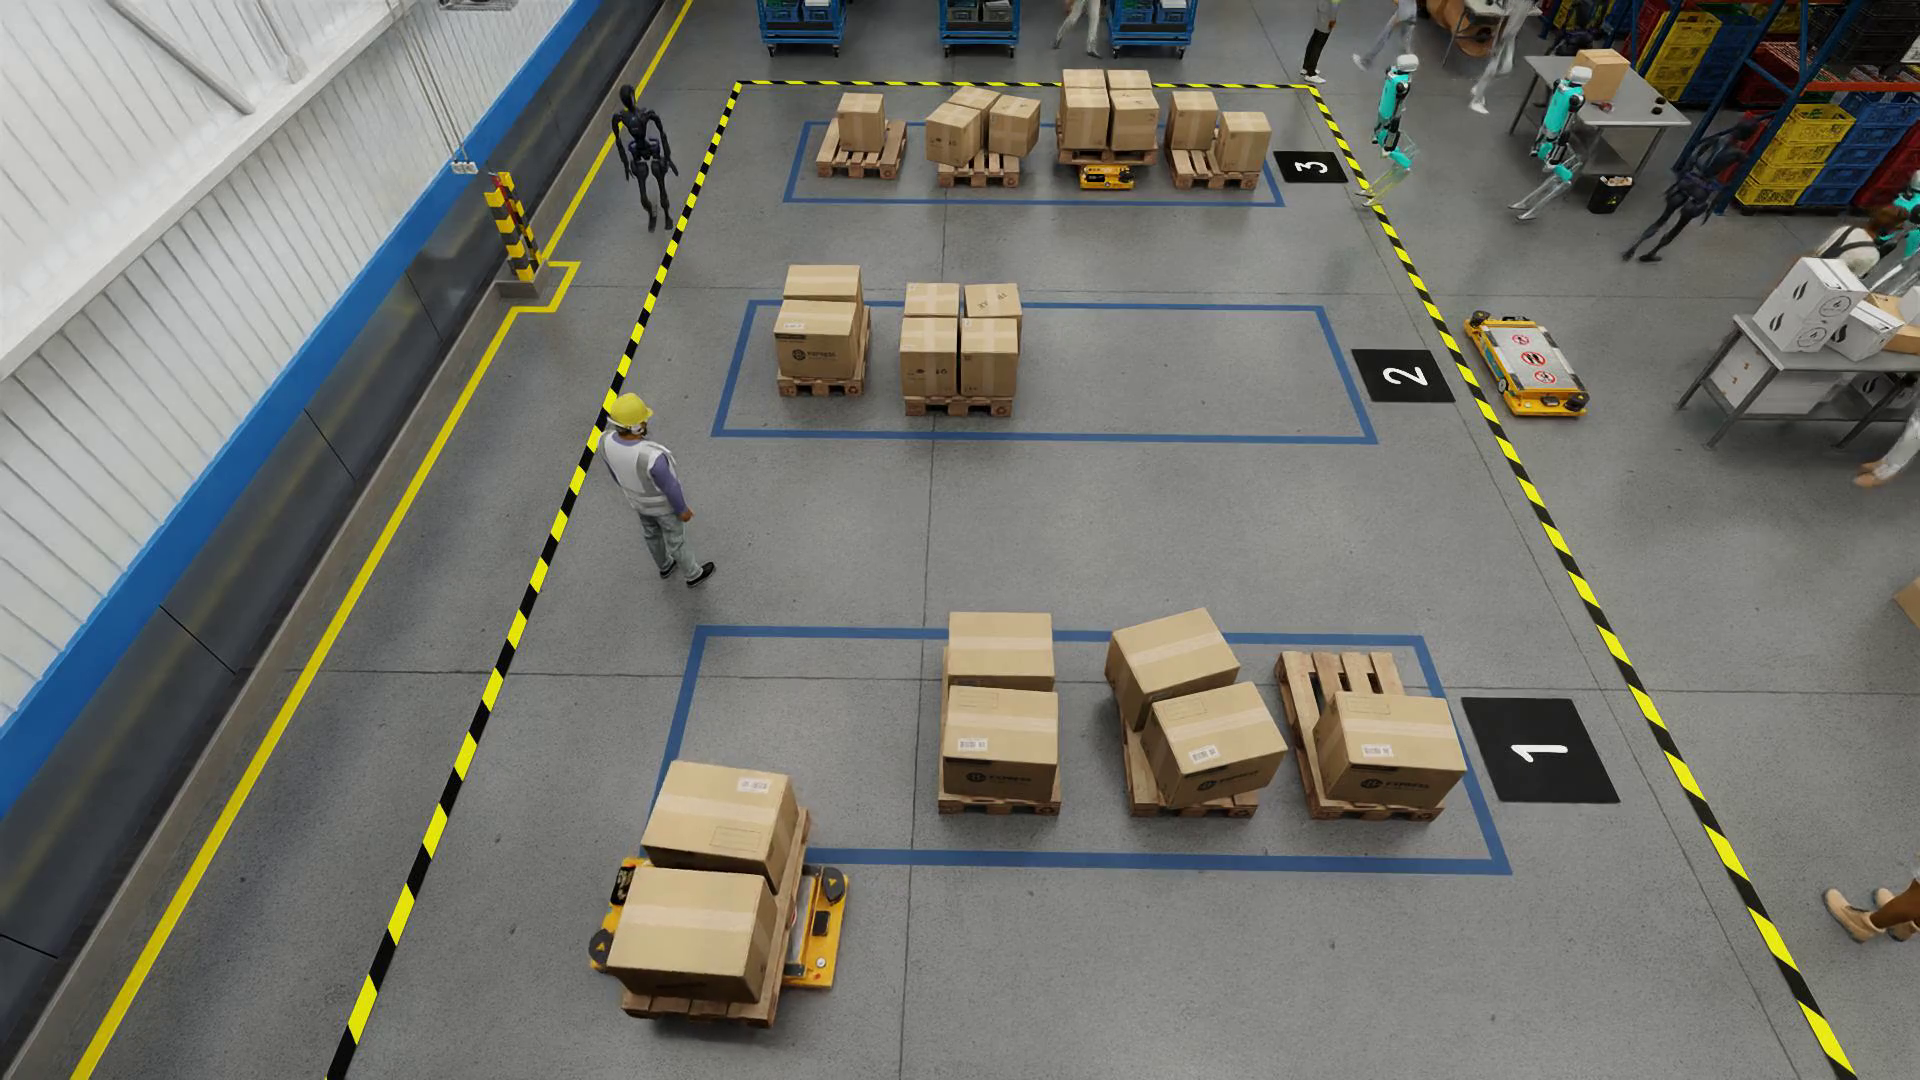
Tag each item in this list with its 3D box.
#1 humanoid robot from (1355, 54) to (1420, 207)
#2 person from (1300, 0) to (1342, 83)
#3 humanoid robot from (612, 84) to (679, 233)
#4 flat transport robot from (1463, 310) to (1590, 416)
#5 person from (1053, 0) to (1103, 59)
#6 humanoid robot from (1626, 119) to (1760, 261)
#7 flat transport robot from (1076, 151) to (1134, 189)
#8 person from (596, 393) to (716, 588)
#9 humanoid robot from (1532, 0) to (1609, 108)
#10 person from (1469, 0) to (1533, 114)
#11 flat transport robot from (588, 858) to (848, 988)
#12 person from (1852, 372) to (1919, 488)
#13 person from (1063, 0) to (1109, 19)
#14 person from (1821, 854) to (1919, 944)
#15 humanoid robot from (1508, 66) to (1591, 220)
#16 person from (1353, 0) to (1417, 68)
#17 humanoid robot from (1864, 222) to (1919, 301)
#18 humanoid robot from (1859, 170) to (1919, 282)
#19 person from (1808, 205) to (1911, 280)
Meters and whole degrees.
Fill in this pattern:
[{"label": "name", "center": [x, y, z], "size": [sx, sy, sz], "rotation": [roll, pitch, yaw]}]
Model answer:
[{"label": "humanoid robot", "center": [5.056, -4.664, 10.514], "size": [0.735, 1.672, 0.533], "rotation": [1, 49, 1]}, {"label": "person", "center": [5.247, -7.494, 12.974], "size": [0.388, 1.850, 0.587], "rotation": [2, 49, 2]}, {"label": "humanoid robot", "center": [-3.495, -4.263, 10.294], "size": [0.597, 1.649, 0.362], "rotation": [-8, 50, -7]}, {"label": "flat transport robot", "center": [5.573, -1.757, 9.054], "size": [0.659, 0.231, 1.431], "rotation": [1, 49, 1]}, {"label": "person", "center": [1.818, -8.173, 13.598], "size": [0.611, 1.803, 0.802], "rotation": [-30, 55, -23]}, {"label": "humanoid robot", "center": [7.803, -3.706, 9.818], "size": [0.467, 1.633, 0.608], "rotation": [-11, 50, -10]}, {"label": "flat transport robot", "center": [1.845, -4.982, 11.827], "size": [0.652, 0.197, 1.431], "rotation": [1, 49, 1]}, {"label": "person", "center": [-2.251, -0.329, 6.791], "size": [0.588, 1.822, 0.403], "rotation": [21, 52, 17]}, {"label": "humanoid robot", "center": [8.345, -6.723, 12.427], "size": [0.601, 1.644, 0.377], "rotation": [-3, 49, -3]}, {"label": "person", "center": [7.336, -6.697, 12.288], "size": [0.522, 1.854, 0.391], "rotation": [-21, 52, -17]}, {"label": "flat transport robot", "center": [-1.438, 2.284, 5.538], "size": [1.431, 0.197, 0.652], "rotation": [3, 49, 3]}, {"label": "person", "center": [8.100, -1.189, 7.540], "size": [0.652, 1.823, 0.626], "rotation": [1, 49, 1]}, {"label": "person", "center": [2.193, -9.298, 14.444], "size": [1.067, 1.971, 0.649], "rotation": [12, 50, 10]}, {"label": "person", "center": [5.571, 1.671, 4.921], "size": [0.607, 2.034, 0.400], "rotation": [2, 49, 2]}, {"label": "humanoid robot", "center": [6.798, -4.430, 10.320], "size": [0.763, 1.674, 0.531], "rotation": [0, 49, 0]}, {"label": "person", "center": [6.279, -7.524, 13.108], "size": [0.544, 1.672, 0.919], "rotation": [-29, 55, -23]}, {"label": "humanoid robot", "center": [9.981, -3.175, 9.319], "size": [0.839, 1.798, 0.549], "rotation": [-18, 52, -15]}, {"label": "humanoid robot", "center": [8.526, -2.735, 8.968], "size": [0.742, 1.849, 0.540], "rotation": [17, 51, 14]}, {"label": "person", "center": [7.849, -2.249, 8.455], "size": [0.464, 1.816, 0.528], "rotation": [5, 49, 4]}]
